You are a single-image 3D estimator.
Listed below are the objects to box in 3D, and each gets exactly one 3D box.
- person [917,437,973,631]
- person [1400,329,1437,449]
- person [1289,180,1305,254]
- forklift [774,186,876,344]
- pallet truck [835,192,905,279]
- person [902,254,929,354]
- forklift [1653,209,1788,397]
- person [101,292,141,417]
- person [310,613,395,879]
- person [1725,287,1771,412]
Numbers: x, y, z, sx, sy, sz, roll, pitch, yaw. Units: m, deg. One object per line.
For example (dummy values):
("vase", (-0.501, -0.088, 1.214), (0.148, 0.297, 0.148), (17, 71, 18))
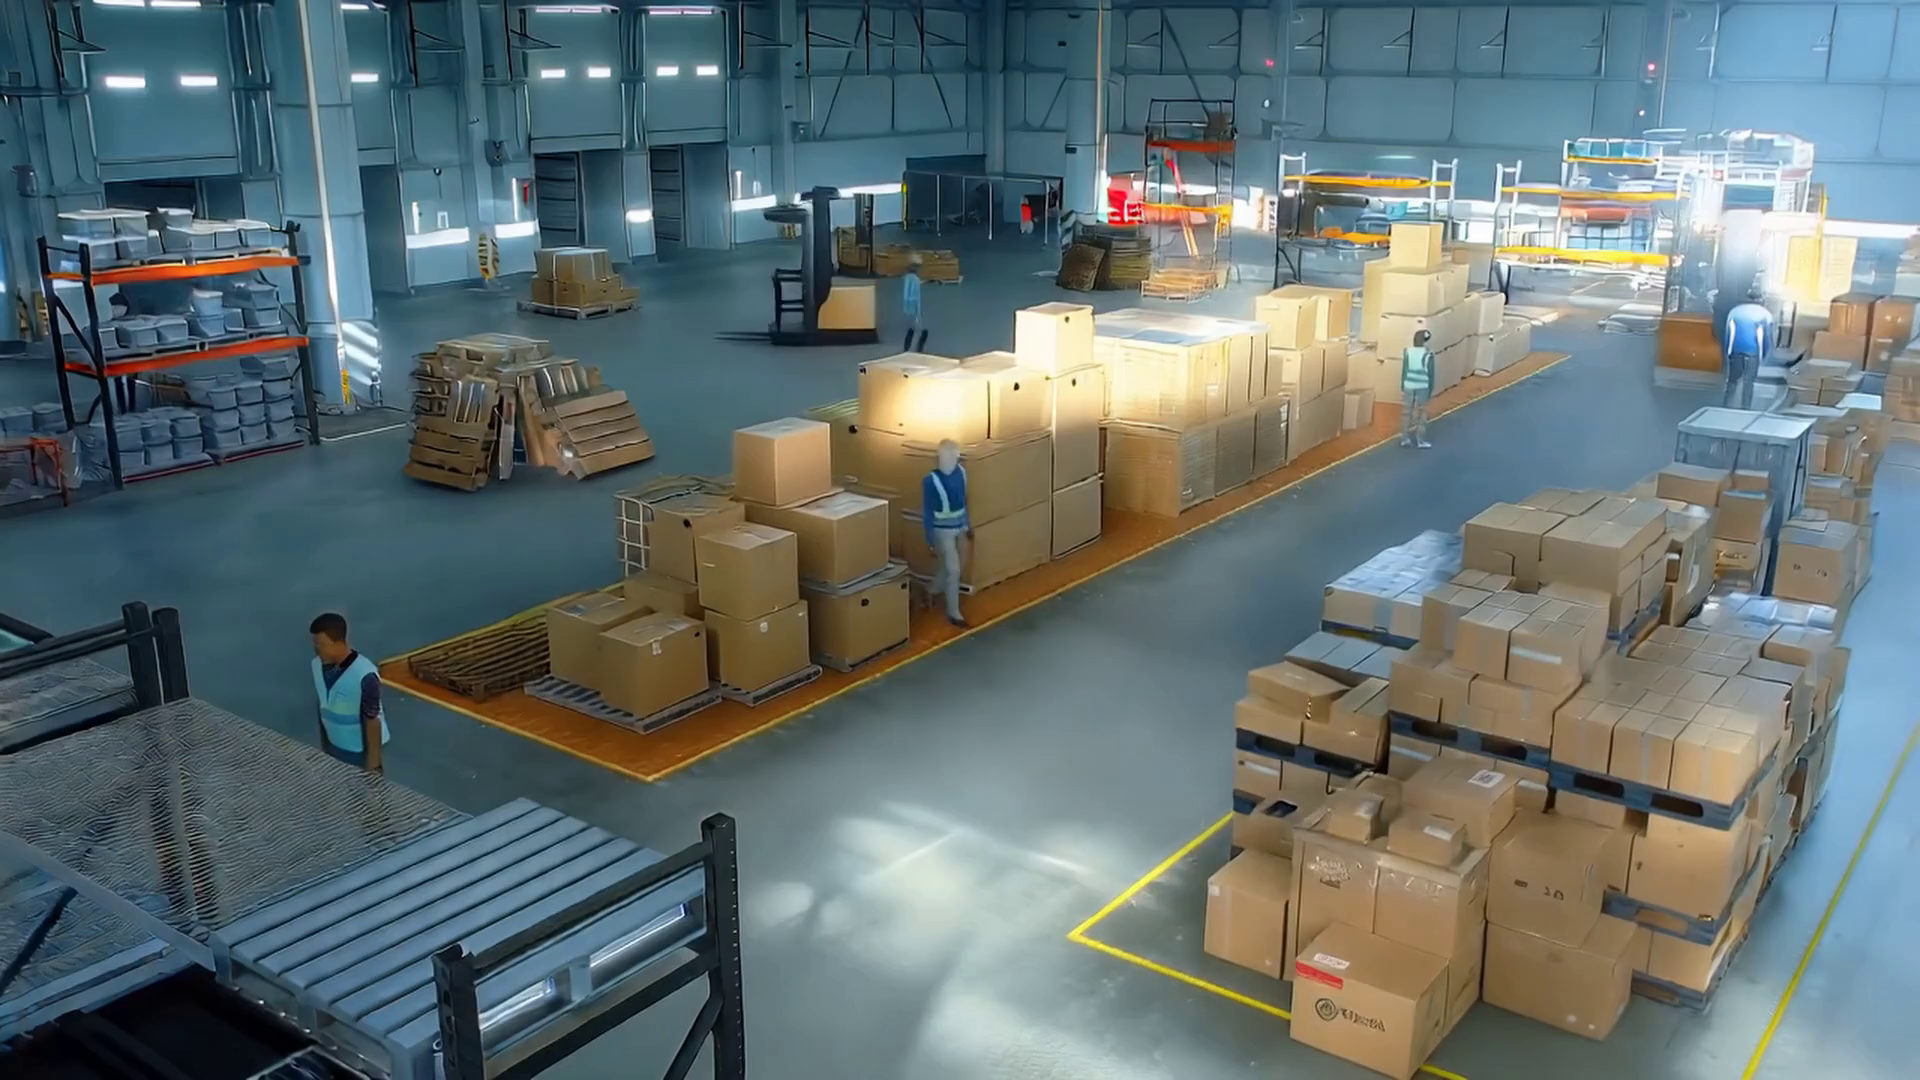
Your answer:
("person", (-0.161, -0.087, 15.812), (0.704, 1.864, 0.589), (13, 21, 36))
("person", (6.261, -2.068, 22.736), (0.306, 1.639, 0.523), (-15, 22, -40))
("person", (8.810, -8.431, 43.320), (0.405, 1.937, 0.640), (-1, 17, -3))
("forklift", (-2.491, -5.063, 30.538), (1.873, 2.768, 1.129), (-1, 17, -3))
("pallet truck", (-1.936, -7.159, 38.982), (1.885, 1.965, 0.823), (-12, 21, -34))
("person", (-0.710, -3.893, 28.298), (0.694, 1.915, 0.585), (-7, 18, -23))
("forklift", (12.271, -3.827, 26.446), (1.873, 2.768, 1.129), (12, 21, 35))
("person", (-12.071, -2.618, 24.059), (0.376, 1.933, 0.544), (8, 19, 26))
("person", (-3.982, 1.369, 10.908), (0.594, 1.908, 0.406), (11, 20, 32))
("person", (11.587, -2.759, 24.521), (0.372, 1.936, 0.627), (-15, 22, -40))
